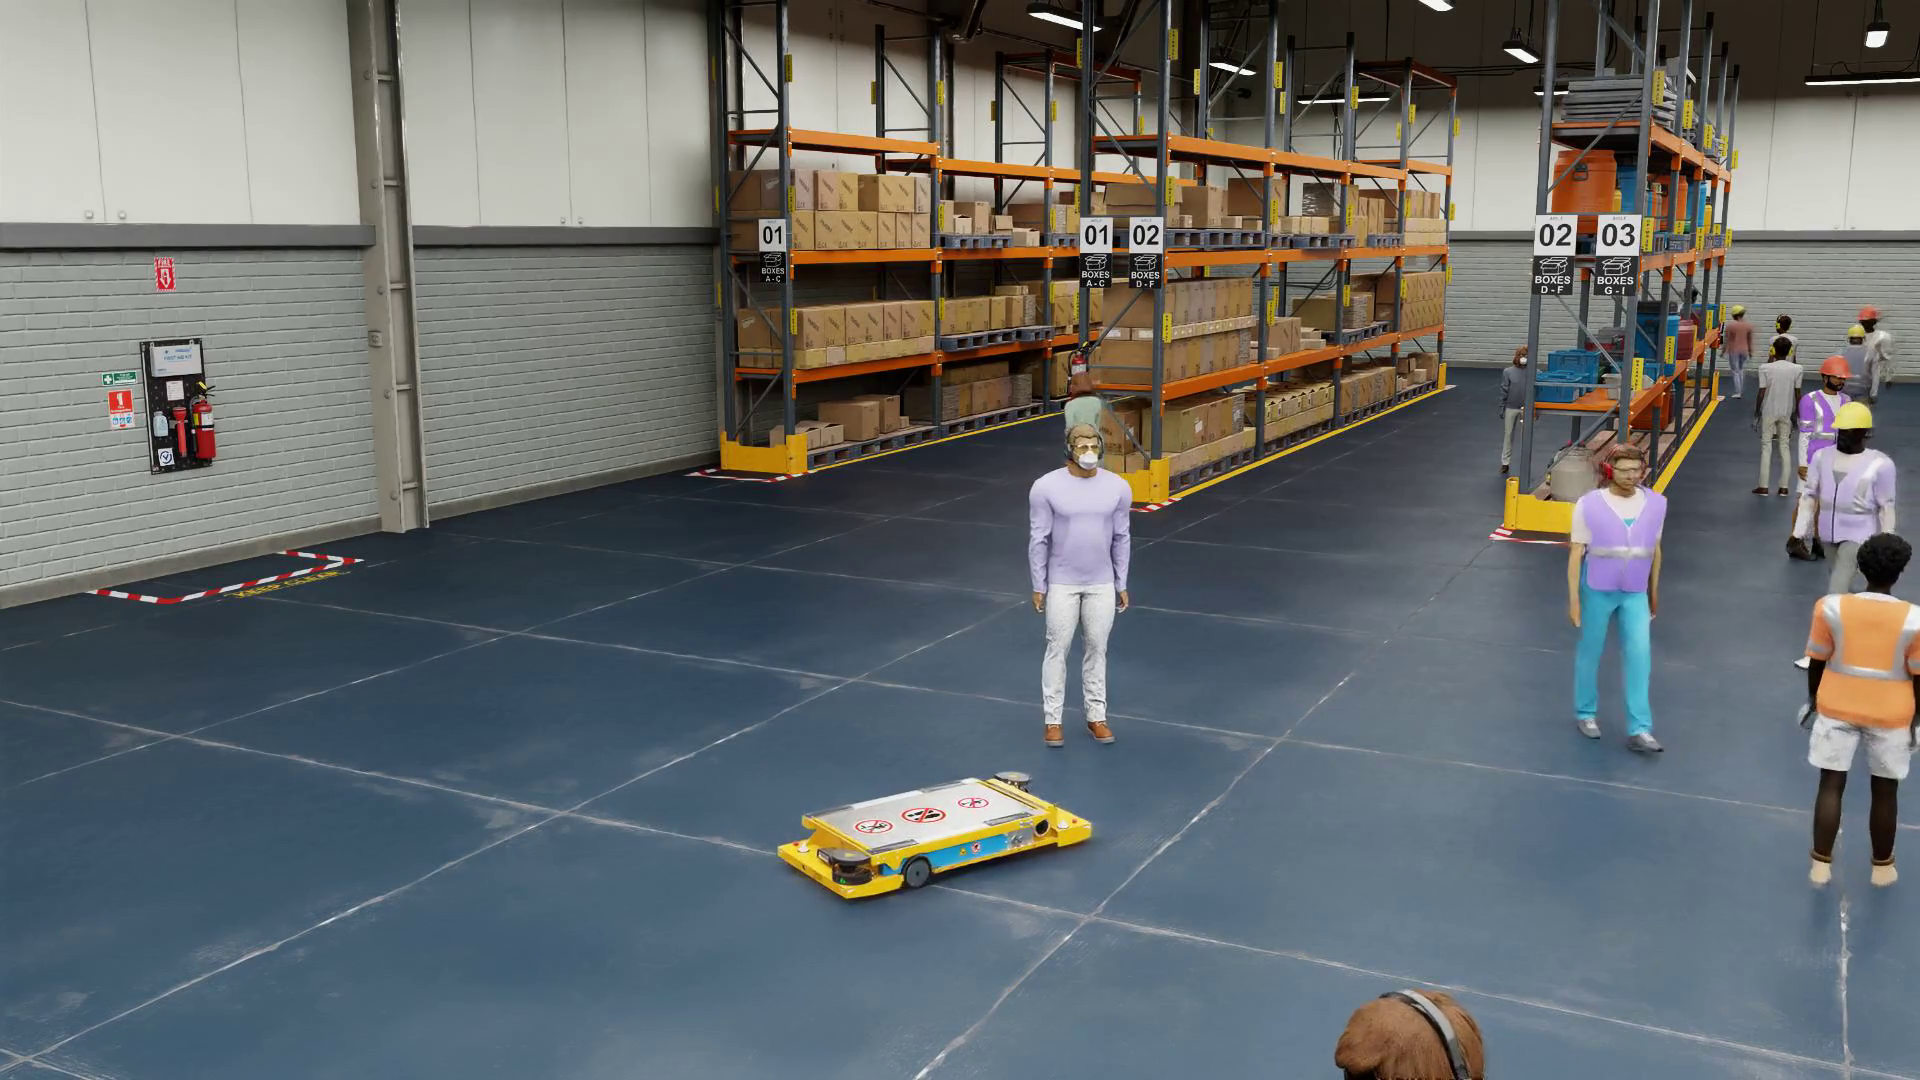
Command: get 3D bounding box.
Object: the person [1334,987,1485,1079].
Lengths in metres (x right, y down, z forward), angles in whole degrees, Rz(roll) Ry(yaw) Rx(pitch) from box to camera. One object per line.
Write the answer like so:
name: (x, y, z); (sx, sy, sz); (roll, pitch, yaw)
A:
person: (0.730, 1.620, 2.830); (0.429, 1.841, 0.630); (-5, 11, -25)

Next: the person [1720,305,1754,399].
person: (14.516, -3.519, 31.112); (0.528, 1.737, 0.672); (0, 10, -2)

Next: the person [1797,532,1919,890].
person: (4.195, 0.798, 7.710); (0.545, 1.698, 0.349); (7, 13, 34)

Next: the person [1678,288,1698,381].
person: (15.095, -4.284, 34.714); (0.565, 1.942, 0.603); (-1, 10, -7)

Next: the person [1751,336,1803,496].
person: (9.537, -1.442, 19.434); (0.535, 1.864, 0.309); (1, 10, 7)

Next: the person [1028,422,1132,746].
person: (0.722, 0.276, 9.906); (0.638, 1.938, 0.413); (-2, 11, -11)

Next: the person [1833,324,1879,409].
person: (12.275, -2.051, 22.868); (0.622, 1.816, 0.451); (8, 13, 36)

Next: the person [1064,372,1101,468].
person: (1.316, -0.988, 17.712); (0.506, 1.596, 0.853); (-6, 12, -30)

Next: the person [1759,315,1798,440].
person: (12.213, -2.416, 24.776); (0.515, 1.863, 0.347); (-3, 11, -15)

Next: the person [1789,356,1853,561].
person: (8.074, -0.755, 15.529); (0.541, 1.930, 0.386); (-2, 11, -12)

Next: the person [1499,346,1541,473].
person: (7.152, -1.662, 21.252); (0.503, 1.636, 0.280); (3, 11, 18)

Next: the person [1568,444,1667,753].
person: (3.904, 0.349, 9.802); (0.610, 1.808, 0.861); (0, 10, -2)

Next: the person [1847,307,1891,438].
person: (13.475, -2.463, 24.677); (1.004, 2.002, 0.616); (-7, 12, -33)

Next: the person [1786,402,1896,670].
person: (6.304, -0.047, 11.799); (0.967, 1.890, 0.593); (-5, 12, -25)

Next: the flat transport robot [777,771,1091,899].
flat transport robot: (-0.114, 1.422, 8.162); (1.431, 0.197, 0.652); (-7, 13, -34)
